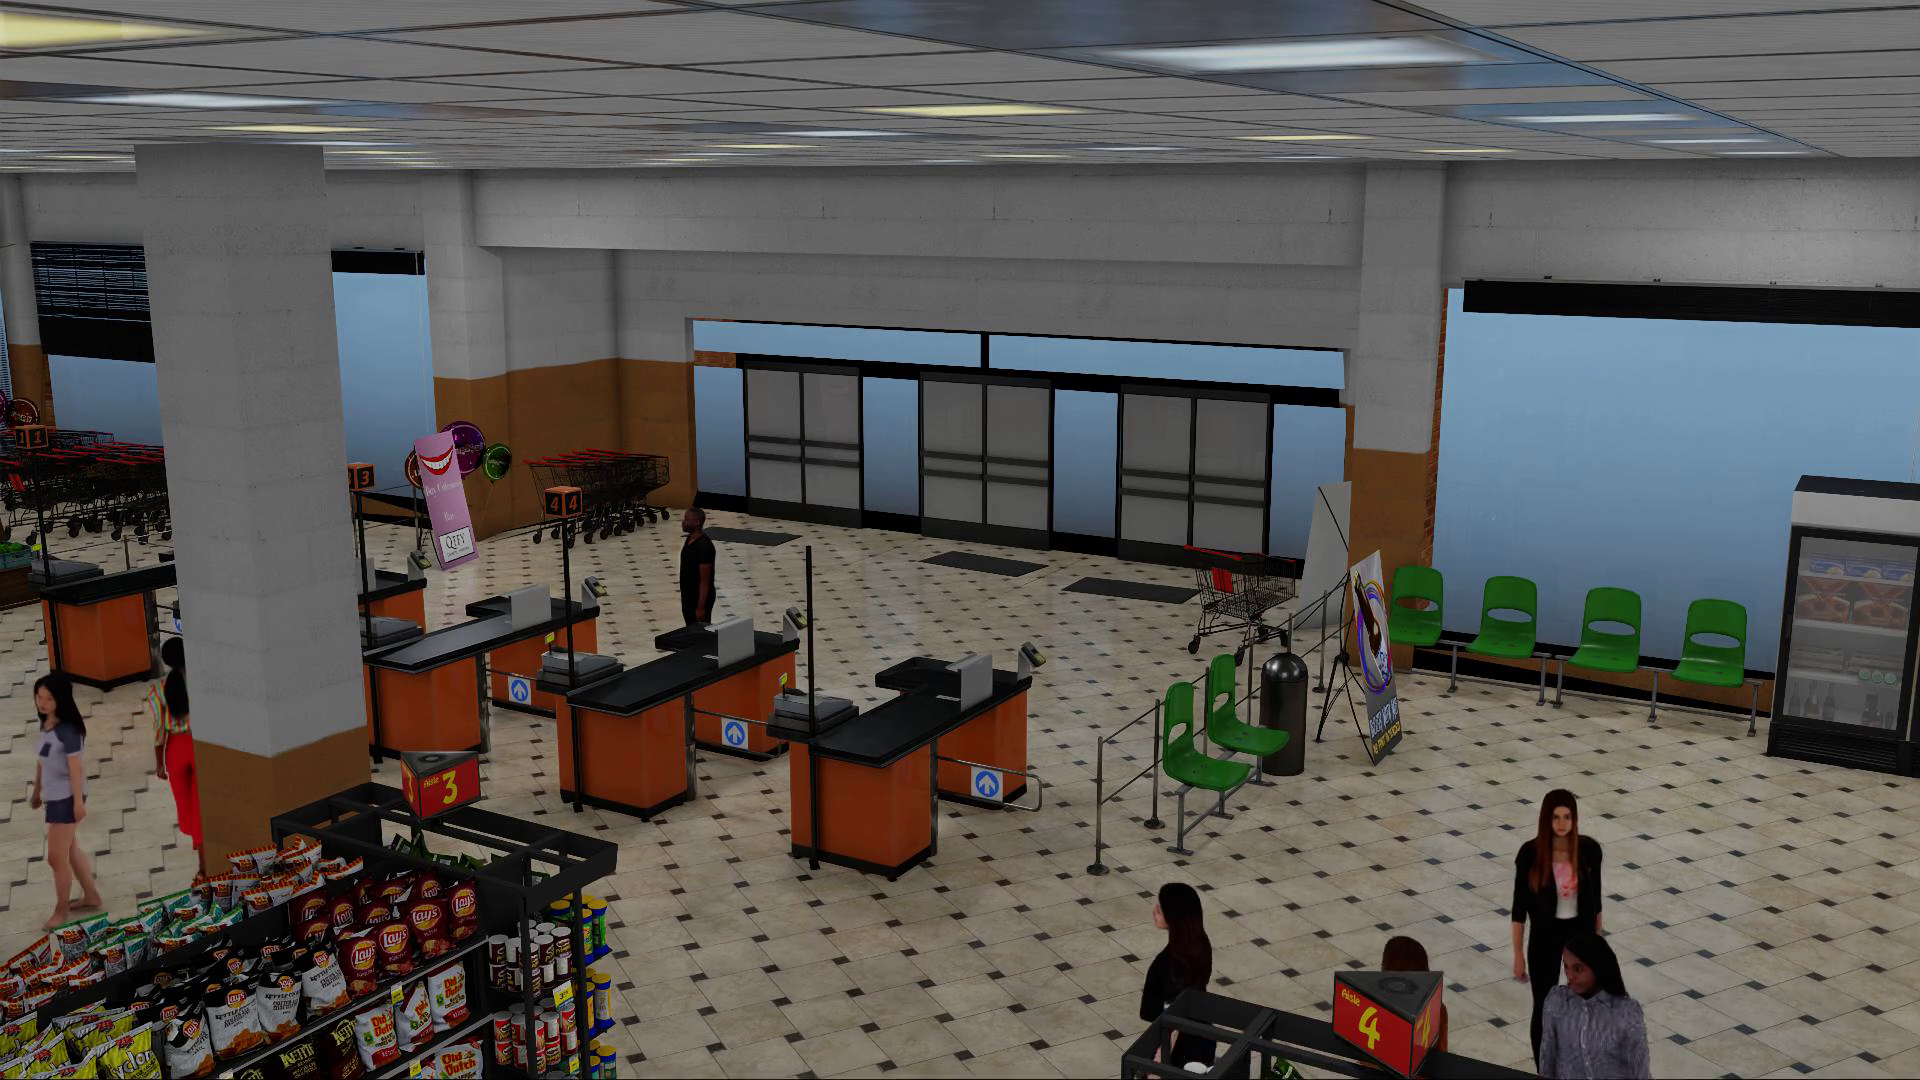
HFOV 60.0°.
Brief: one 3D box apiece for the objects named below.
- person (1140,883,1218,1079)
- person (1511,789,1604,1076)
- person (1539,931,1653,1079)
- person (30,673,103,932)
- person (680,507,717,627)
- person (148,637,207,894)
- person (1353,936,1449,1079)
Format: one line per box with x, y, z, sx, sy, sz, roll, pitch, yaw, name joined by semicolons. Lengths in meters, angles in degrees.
1.125;2.377;7.743;0.798;1.615;0.879;3;12;15;person
3.166;2.119;8.765;0.834;1.699;1.004;3;12;12;person
2.748;2.468;7.125;0.742;1.692;0.706;8;14;33;person
-5.848;1.677;10.887;0.733;1.689;0.754;-10;15;-39;person
-2.483;0.580;15.777;0.752;1.820;0.752;-6;14;-28;person
-5.191;1.572;11.244;1.164;1.748;1.168;-4;13;-18;person
1.886;2.502;6.933;0.972;1.704;0.945;-7;14;-29;person
